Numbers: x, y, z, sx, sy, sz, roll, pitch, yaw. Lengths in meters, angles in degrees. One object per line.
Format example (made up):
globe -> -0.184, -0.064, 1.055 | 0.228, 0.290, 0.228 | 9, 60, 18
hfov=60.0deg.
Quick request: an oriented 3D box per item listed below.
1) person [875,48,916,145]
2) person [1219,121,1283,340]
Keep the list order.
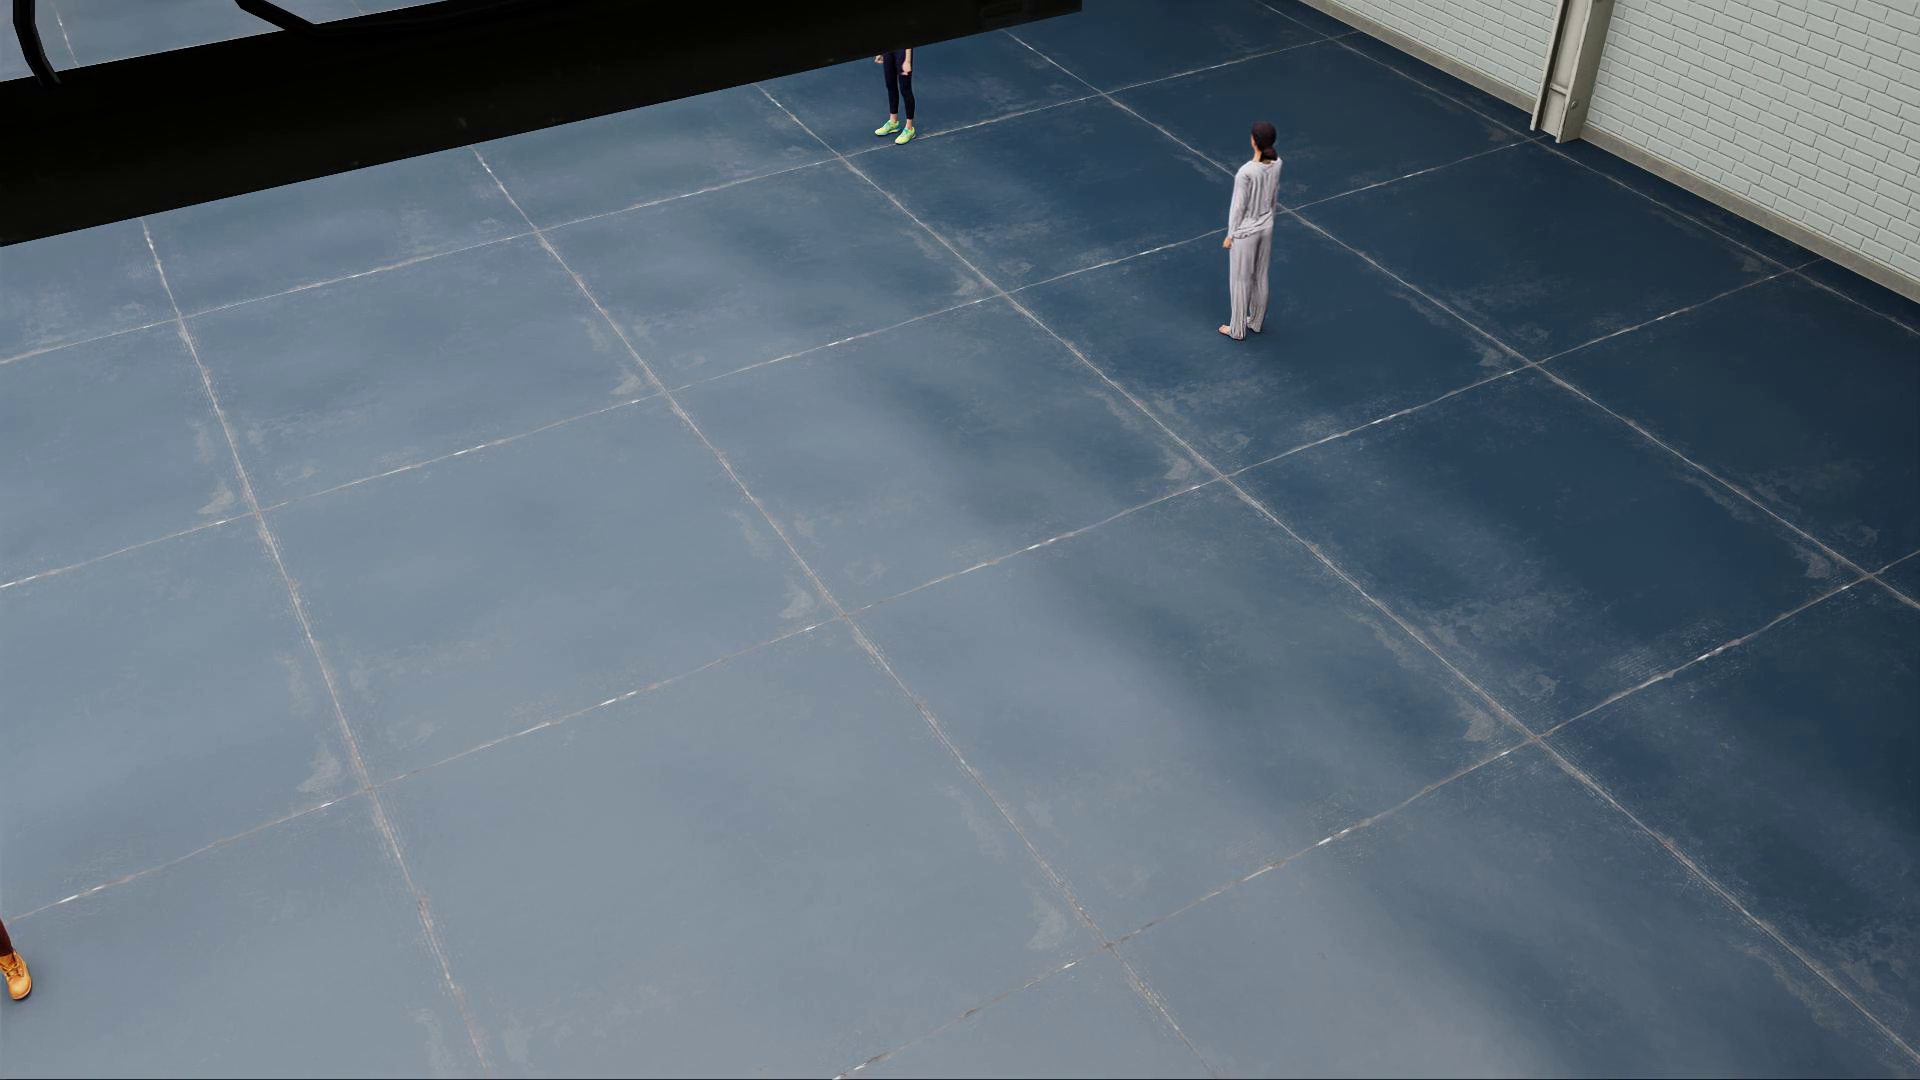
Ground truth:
person -> -0.593, -4.606, 15.690 | 0.716, 1.701, 0.555 | -32, 48, -34
person -> 2.250, -2.368, 12.772 | 0.596, 1.773, 0.527 | -22, 43, -25
